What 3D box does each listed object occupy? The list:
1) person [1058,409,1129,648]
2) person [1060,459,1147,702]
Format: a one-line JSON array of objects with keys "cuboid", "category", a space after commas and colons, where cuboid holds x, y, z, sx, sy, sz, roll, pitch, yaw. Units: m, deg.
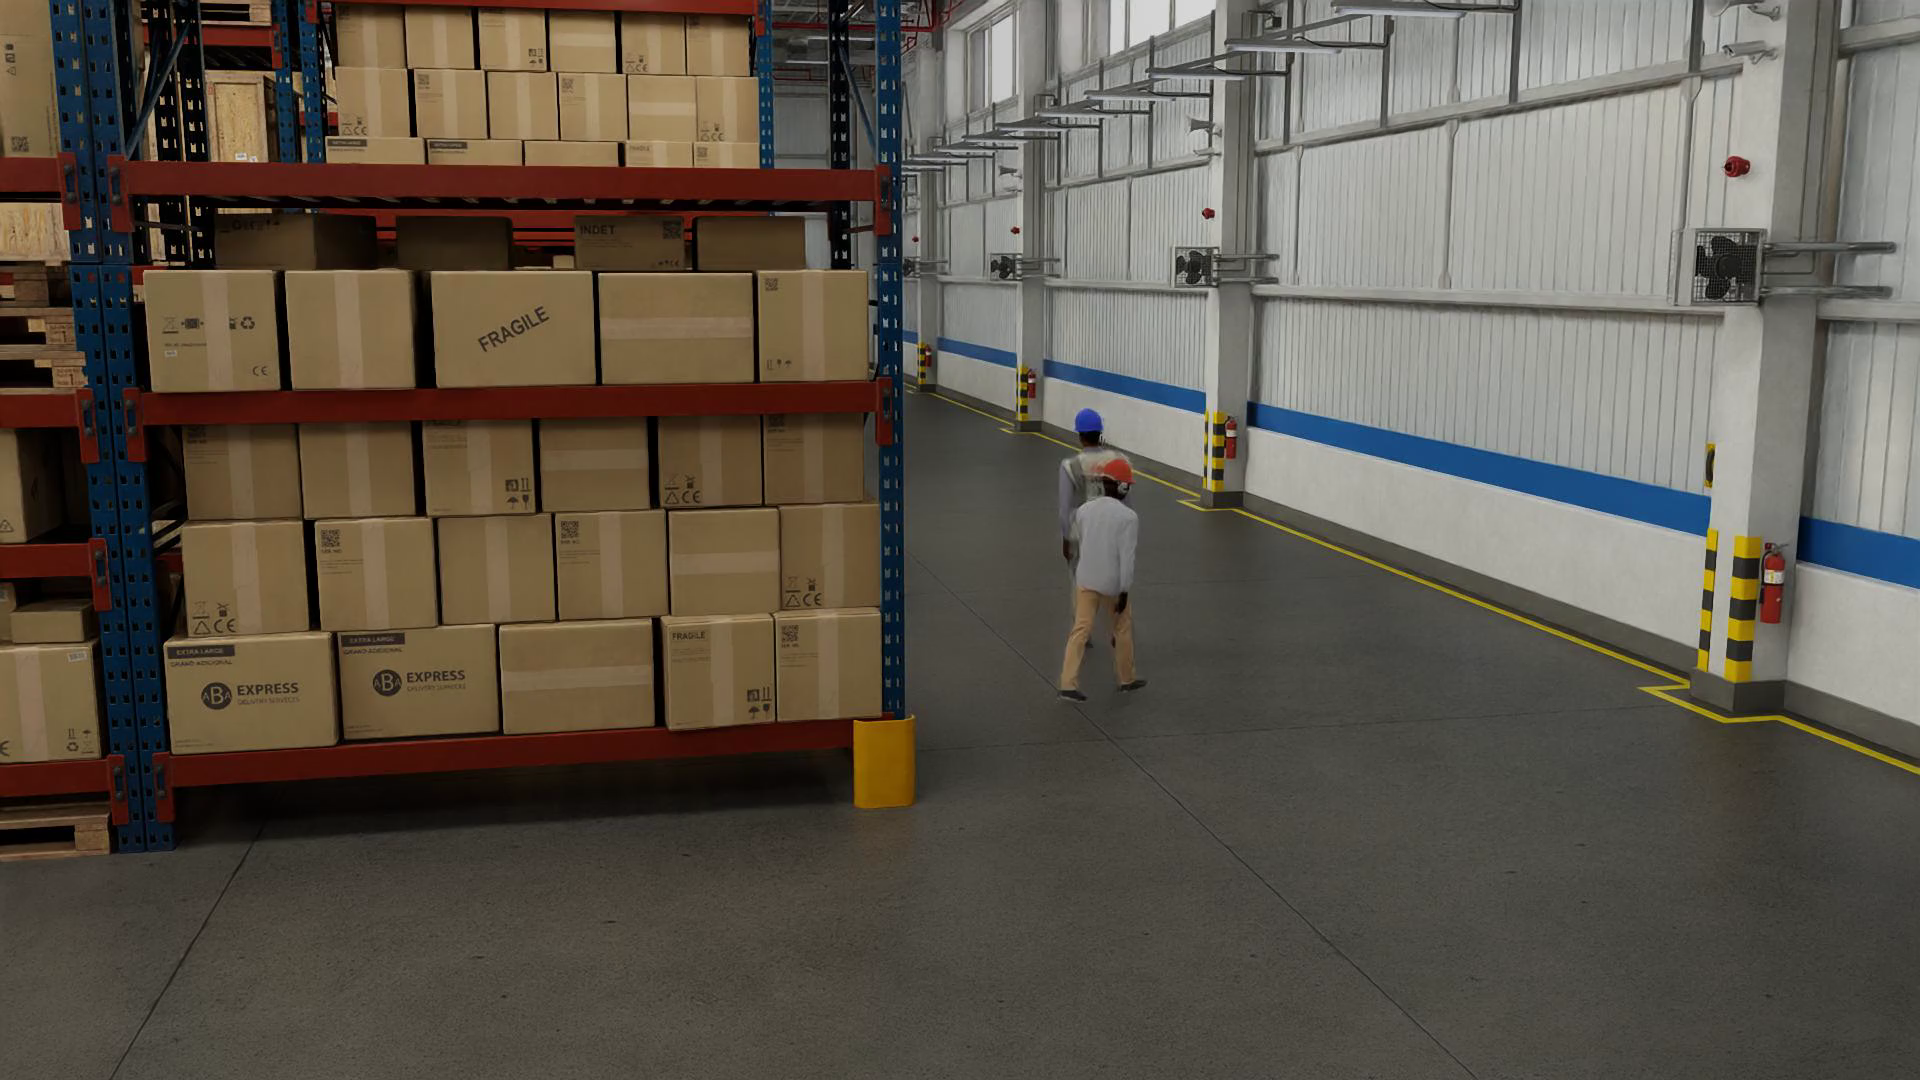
[{"cuboid": [1.073, -0.068, 13.095, 0.610, 1.925, 0.694, -3, 10, -16], "category": "person"}, {"cuboid": [1.002, 0.286, 11.666, 0.543, 1.702, 0.866, 8, 12, 39], "category": "person"}]
